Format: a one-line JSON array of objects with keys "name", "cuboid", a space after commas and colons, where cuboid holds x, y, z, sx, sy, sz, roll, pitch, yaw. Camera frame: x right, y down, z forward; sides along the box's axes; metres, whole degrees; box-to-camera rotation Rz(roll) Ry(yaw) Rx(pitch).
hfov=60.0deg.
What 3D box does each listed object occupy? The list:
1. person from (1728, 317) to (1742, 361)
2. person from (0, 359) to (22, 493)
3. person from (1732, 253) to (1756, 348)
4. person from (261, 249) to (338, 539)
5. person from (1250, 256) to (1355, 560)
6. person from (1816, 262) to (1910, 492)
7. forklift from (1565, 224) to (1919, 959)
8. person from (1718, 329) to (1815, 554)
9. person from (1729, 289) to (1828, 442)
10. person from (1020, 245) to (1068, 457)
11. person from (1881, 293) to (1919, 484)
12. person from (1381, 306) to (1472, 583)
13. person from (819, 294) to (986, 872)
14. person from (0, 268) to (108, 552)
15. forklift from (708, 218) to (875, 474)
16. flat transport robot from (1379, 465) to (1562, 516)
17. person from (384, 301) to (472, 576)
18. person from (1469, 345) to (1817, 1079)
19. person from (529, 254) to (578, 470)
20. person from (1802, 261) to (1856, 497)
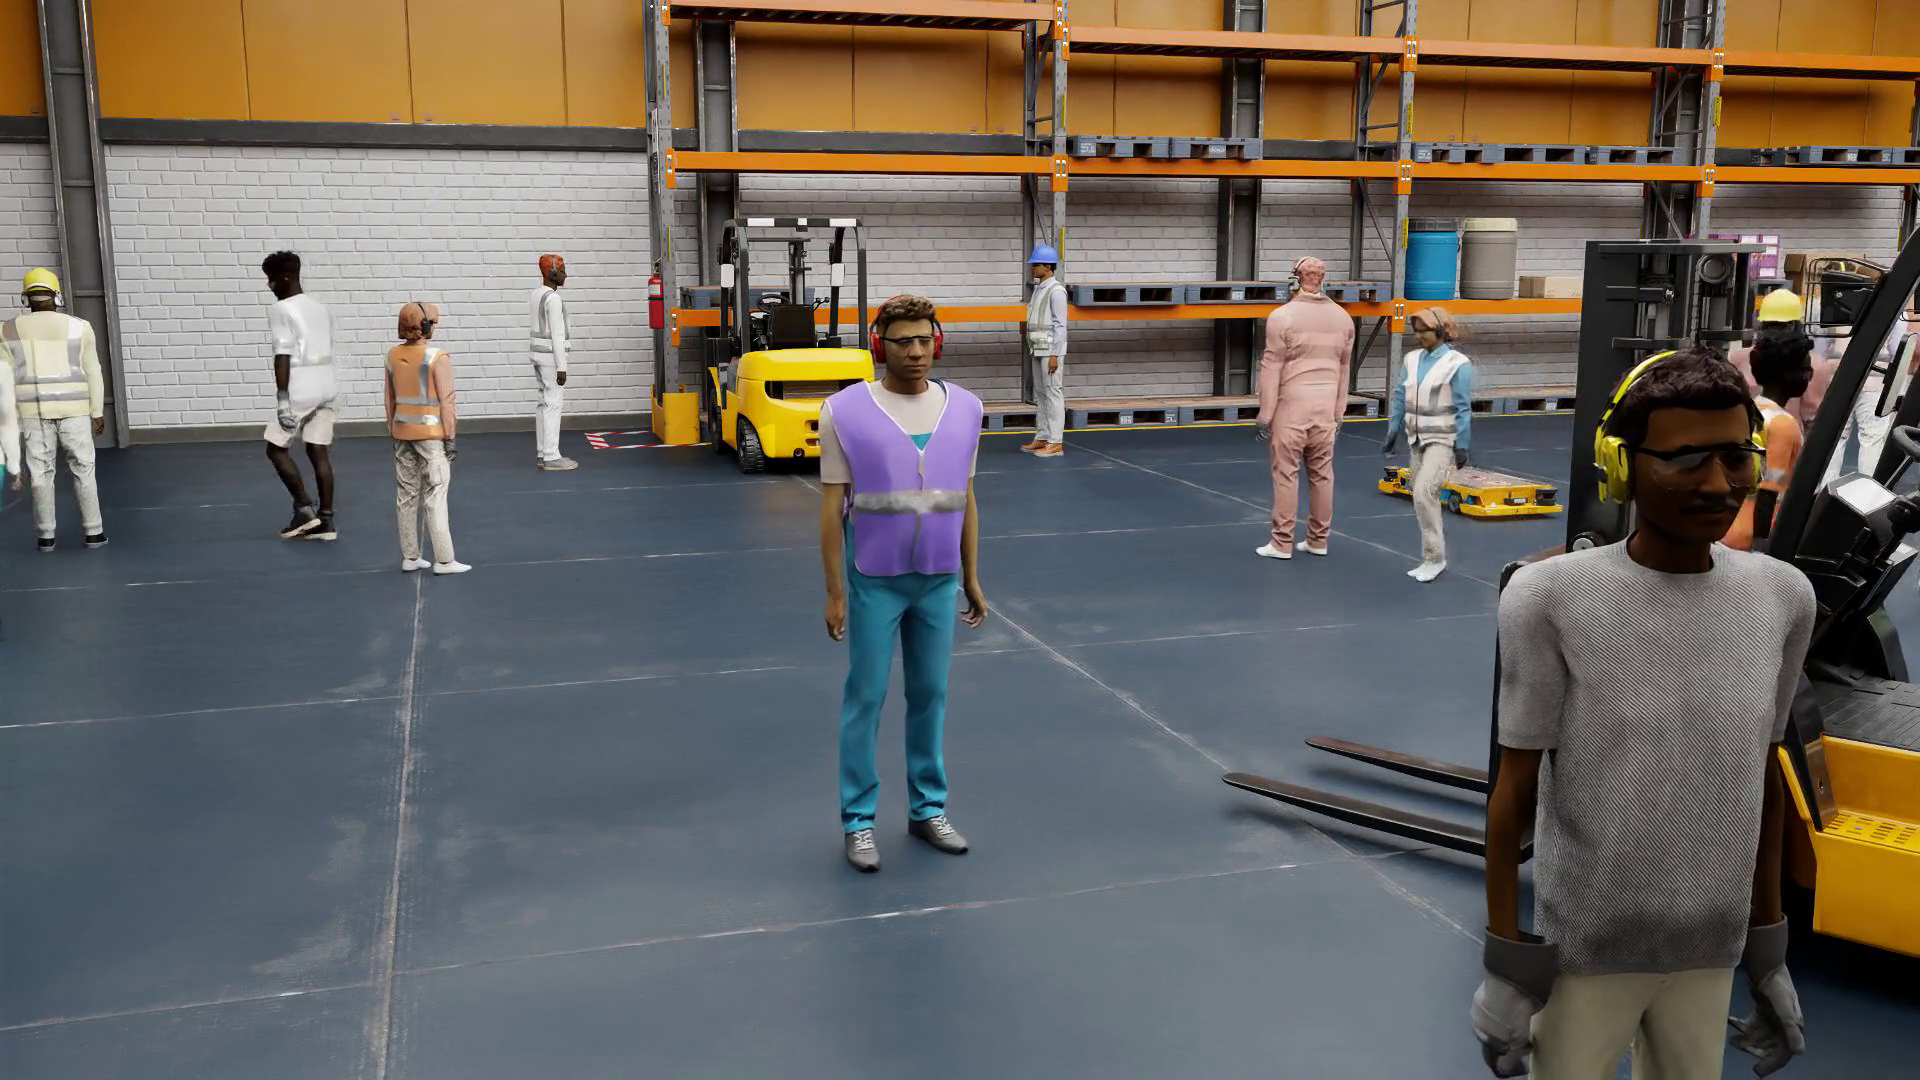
[{"name": "person", "cuboid": [4.055, -0.655, 9.379, 0.828, 1.968, 0.626, -6, 12, -31]}, {"name": "person", "cuboid": [-5.114, -0.393, 8.566, 0.527, 1.740, 0.811, -10, 14, -44]}, {"name": "person", "cuboid": [6.875, -1.710, 15.173, 0.961, 1.951, 0.653, -1, 10, -6]}, {"name": "person", "cuboid": [-4.406, -0.958, 11.108, 0.506, 1.932, 0.643, 3, 11, 16]}, {"name": "person", "cuboid": [2.140, -0.825, 10.481, 0.668, 1.905, 0.406, -5, 11, -25]}, {"name": "person", "cuboid": [6.656, -1.122, 12.281, 0.428, 1.839, 0.642, -9, 13, -39]}, {"name": "forklift", "cuboid": [2.909, 0.117, 4.508, 2.313, 2.155, 1.214, 9, 14, 40]}, {"name": "person", "cuboid": [3.226, 0.005, 6.571, 0.821, 1.655, 0.551, 1, 10, 7]}, {"name": "person", "cuboid": [4.371, -0.479, 8.990, 0.521, 1.751, 0.547, -10, 14, -43]}, {"name": "person", "cuboid": [0.797, -1.749, 15.413, 0.389, 1.949, 0.603, -3, 11, -17]}, {"name": "person", "cuboid": [7.738, -1.403, 13.412, 0.608, 1.988, 0.392, 8, 13, 38]}, {"name": "person", "cuboid": [2.734, -0.555, 9.779, 0.480, 1.620, 0.508, -5, 11, -24]}, {"name": "person", "cuboid": [-0.188, 0.129, 5.398, 0.566, 1.844, 0.381, -5, 12, -27]}, {"name": "person", "cuboid": [-5.841, -0.833, 10.738, 0.586, 1.823, 0.403, -5, 11, -24]}, {"name": "forklift", "cuboid": [-1.522, -1.778, 14.899, 1.214, 2.155, 2.313, -3, 11, -17]}, {"name": "flat transport robot", "cuboid": [3.824, -0.388, 12.551, 0.652, 0.197, 1.431, -3, 11, -17]}, {"name": "person", "cuboid": [-3.224, -0.603, 9.973, 0.515, 1.641, 0.315, 5, 12, 27]}, {"name": "person", "cuboid": [1.040, 0.641, 2.530, 0.528, 1.871, 0.323, -2, 10, -9]}, {"name": "person", "cuboid": [-3.565, -1.545, 14.511, 0.351, 1.878, 0.568, -6, 12, -31]}, {"name": "person", "cuboid": [6.735, -1.225, 12.851, 0.789, 1.837, 0.513, 1, 10, 3]}]
